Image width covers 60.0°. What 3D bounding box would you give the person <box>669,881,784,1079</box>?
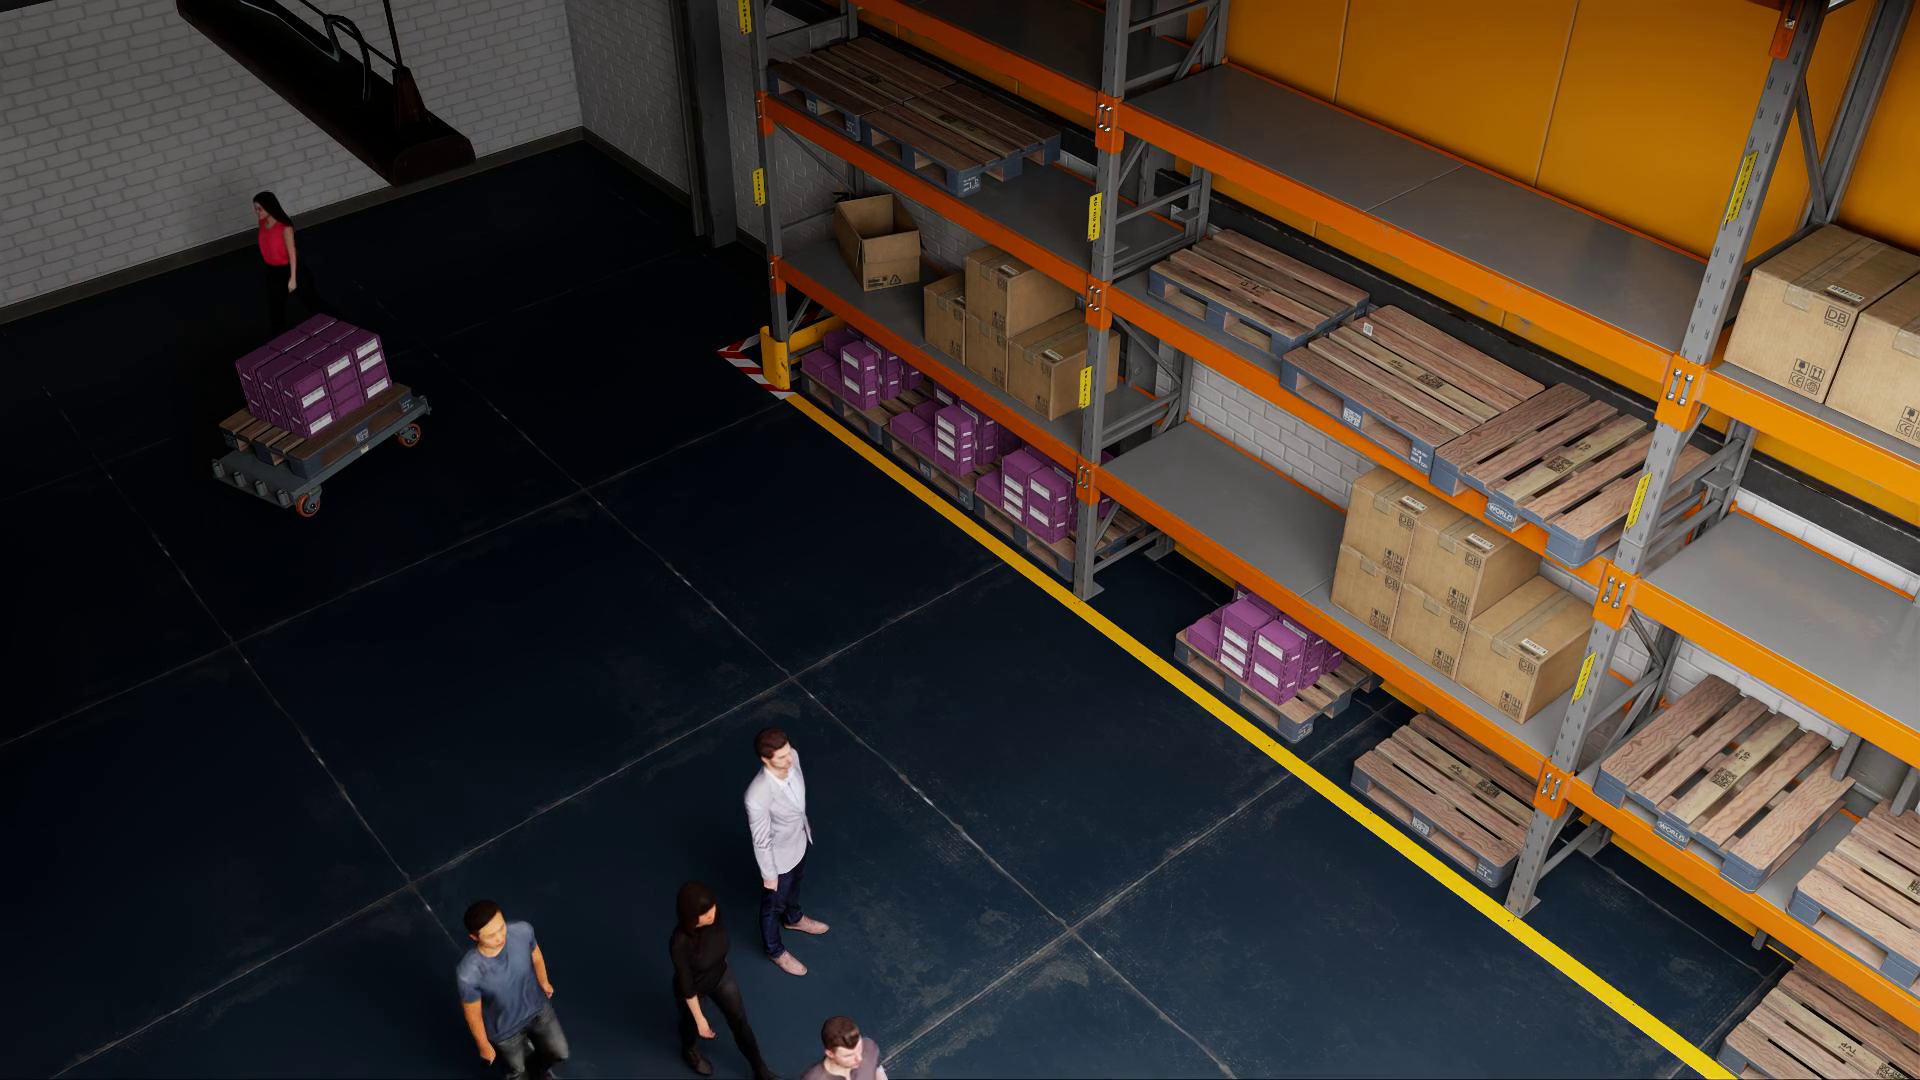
[{"bbox_3d":[-1.469,2.426,9.144,0.964,1.613,0.683,26,45,29],"label":"person"}]

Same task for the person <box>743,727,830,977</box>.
[{"bbox_3d":[-1.047,1.776,9.766,0.757,1.852,0.766,13,40,16],"label":"person"}]

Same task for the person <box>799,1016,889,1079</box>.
[{"bbox_3d":[-0.646,2.928,8.365,1.224,1.801,0.758,30,48,32],"label":"person"}]

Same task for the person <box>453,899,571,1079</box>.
[{"bbox_3d":[-2.450,2.486,8.915,0.669,1.804,0.716,28,47,31],"label":"person"}]

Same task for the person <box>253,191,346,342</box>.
[{"bbox_3d":[-6.080,-2.429,15.218,1.112,1.618,0.962,16,41,19],"label":"person"}]
